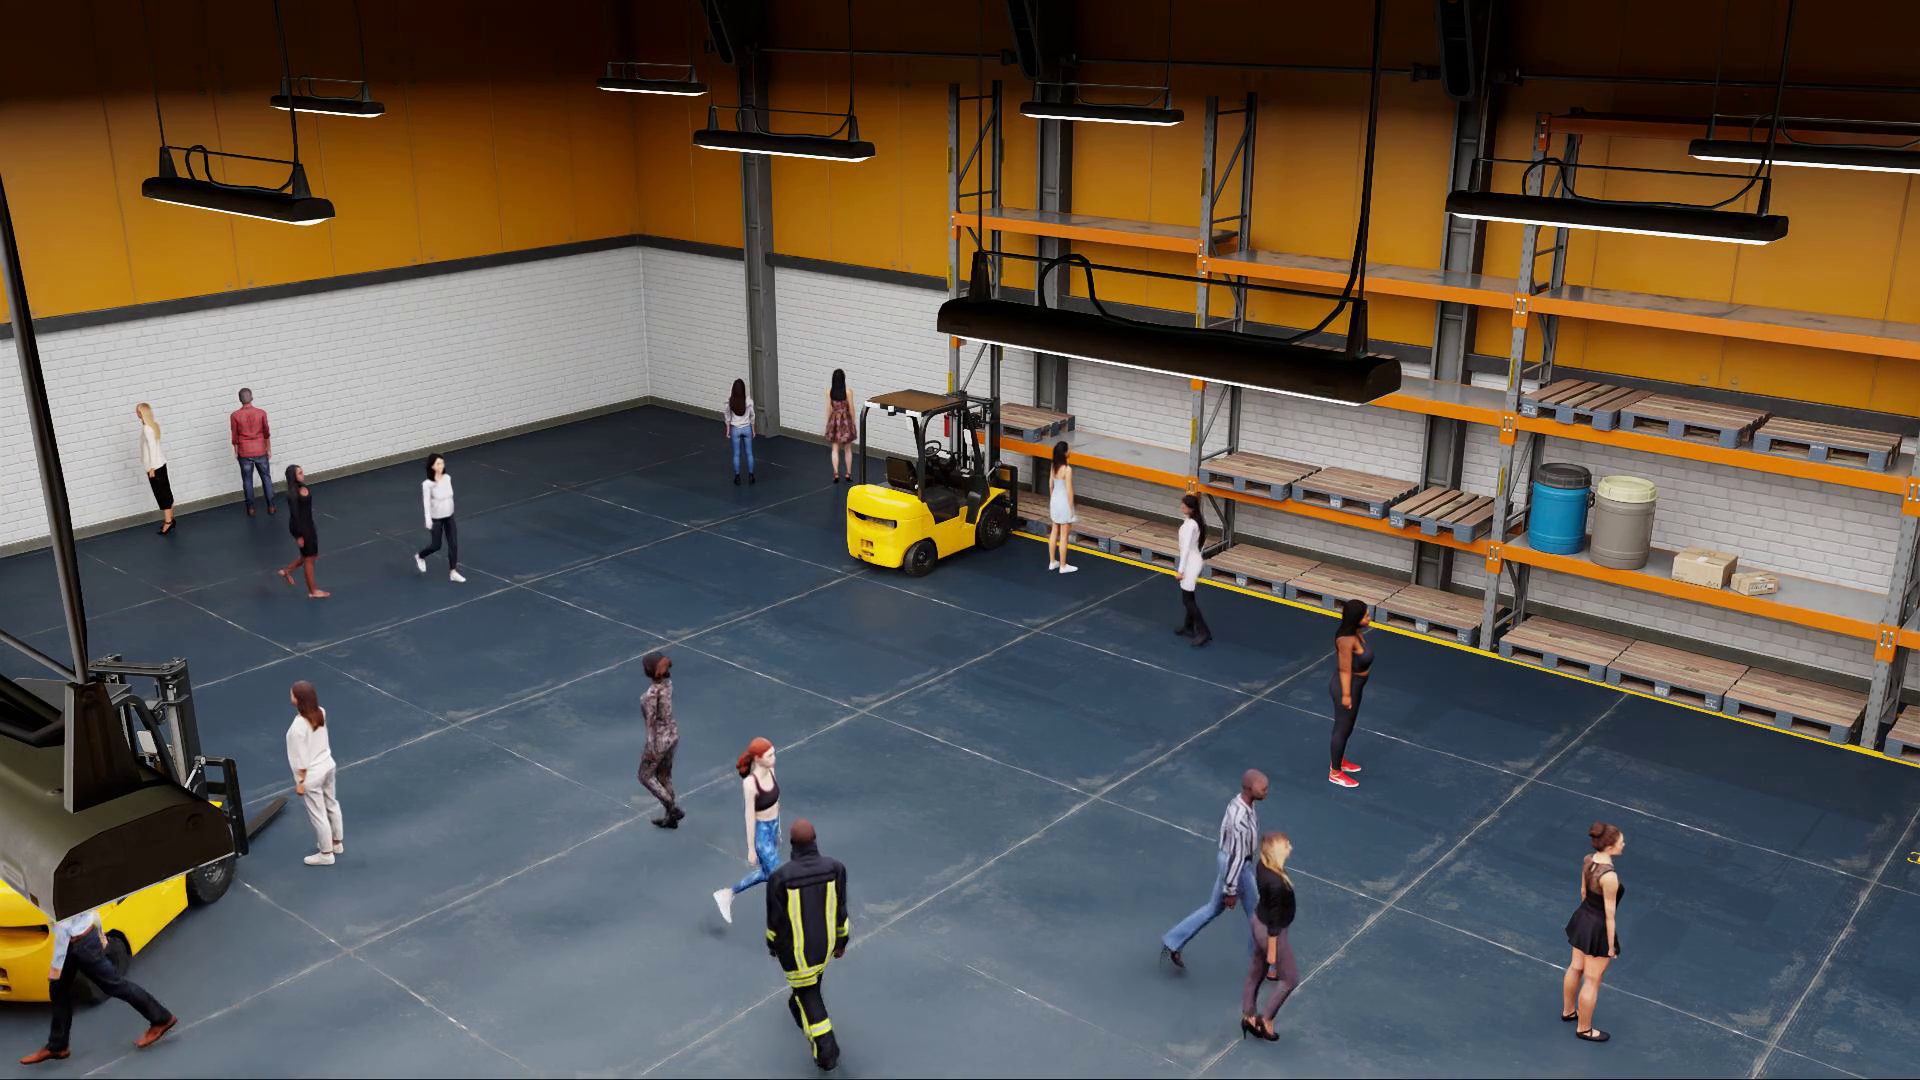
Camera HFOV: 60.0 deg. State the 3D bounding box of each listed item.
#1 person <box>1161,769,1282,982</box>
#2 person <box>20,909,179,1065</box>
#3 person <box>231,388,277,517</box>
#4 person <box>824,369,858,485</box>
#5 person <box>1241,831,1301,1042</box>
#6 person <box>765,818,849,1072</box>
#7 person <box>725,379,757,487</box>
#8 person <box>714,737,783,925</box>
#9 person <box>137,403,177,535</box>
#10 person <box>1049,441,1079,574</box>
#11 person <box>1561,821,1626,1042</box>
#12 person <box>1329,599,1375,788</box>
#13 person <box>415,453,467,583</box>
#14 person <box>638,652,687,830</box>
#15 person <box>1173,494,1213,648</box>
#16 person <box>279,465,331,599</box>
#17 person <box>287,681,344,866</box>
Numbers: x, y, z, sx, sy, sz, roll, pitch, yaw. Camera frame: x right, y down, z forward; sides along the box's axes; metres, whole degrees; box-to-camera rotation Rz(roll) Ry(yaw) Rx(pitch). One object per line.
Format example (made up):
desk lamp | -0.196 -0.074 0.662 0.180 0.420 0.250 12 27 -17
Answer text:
person | 1.970 2.547 12.566 1.286 1.740 1.125 2 19 7
person | -6.063 2.847 11.648 1.050 1.759 1.268 -9 21 -25
person | -10.106 -1.270 23.759 0.748 1.830 0.701 -10 21 -26
person | -1.810 -1.725 25.200 0.796 1.773 0.865 0 19 1
person | 2.116 2.839 11.825 0.791 1.660 0.724 -3 19 -9
person | -1.041 2.835 11.639 1.021 1.786 1.320 -10 21 -27
person | -3.306 -1.643 25.176 0.678 1.633 0.707 -4 19 -12
person | -1.612 2.363 13.076 1.163 1.763 0.817 7 20 19
person | -11.070 -0.988 22.882 0.760 1.856 0.655 -5 19 -15
person | 1.298 -0.438 21.447 0.702 1.729 0.551 -13 22 -33
person | 4.559 2.787 11.956 0.737 1.675 0.675 -2 19 -6
person | 3.686 1.414 15.814 0.747 1.815 0.756 6 20 18
person | -6.642 -0.291 21.084 1.002 1.682 0.733 10 21 27
person | -2.584 1.813 14.804 0.737 1.704 0.672 6 20 18
person | 2.658 0.335 19.059 0.865 1.789 0.821 11 21 29
person | -8.163 -0.099 20.467 0.974 1.712 0.894 0 19 0
person | -5.543 1.988 14.308 0.702 1.688 0.685 3 19 9
